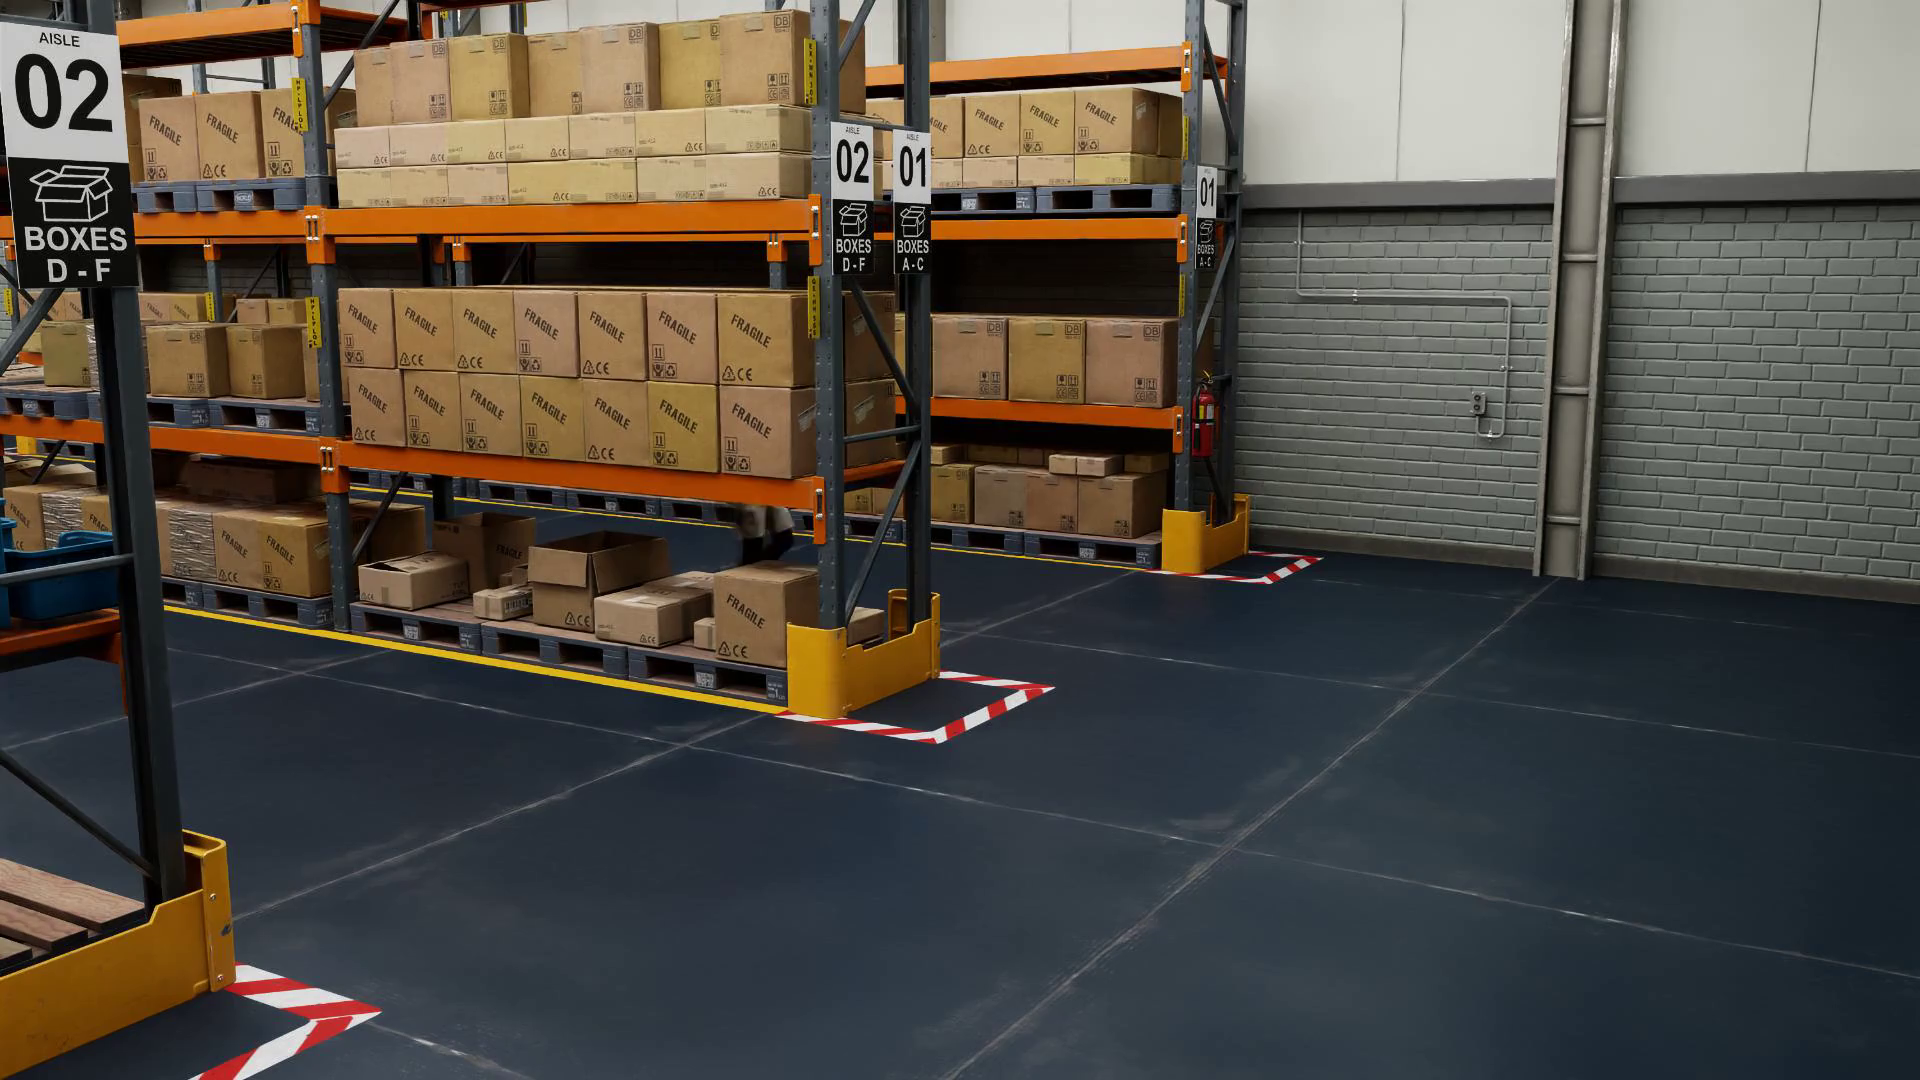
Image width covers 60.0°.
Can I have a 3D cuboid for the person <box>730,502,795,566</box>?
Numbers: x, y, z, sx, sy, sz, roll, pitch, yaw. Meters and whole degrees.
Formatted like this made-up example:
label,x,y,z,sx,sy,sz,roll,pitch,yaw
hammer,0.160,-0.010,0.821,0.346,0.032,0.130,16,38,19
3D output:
label,x,y,z,sx,sy,sz,roll,pitch,yaw
person,-1.380,-0.356,11.290,0.432,1.945,0.629,5,11,29
